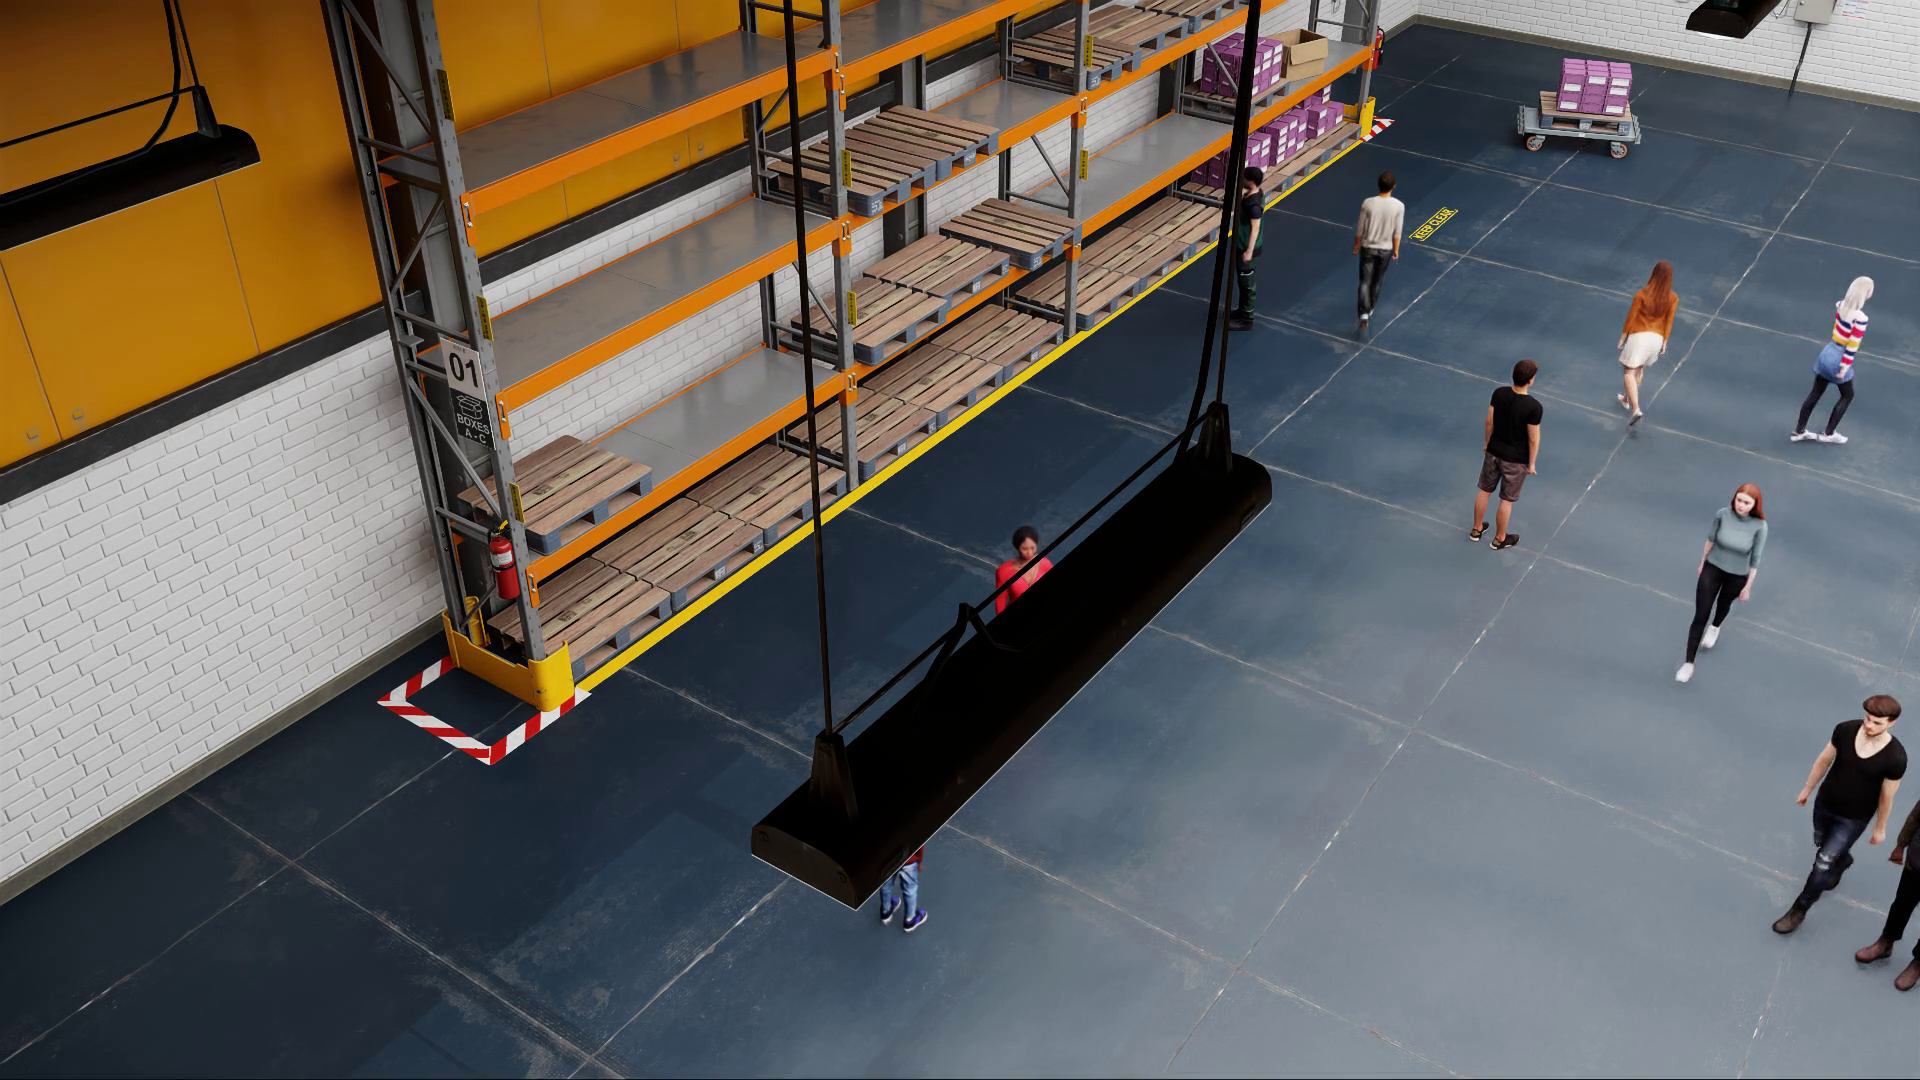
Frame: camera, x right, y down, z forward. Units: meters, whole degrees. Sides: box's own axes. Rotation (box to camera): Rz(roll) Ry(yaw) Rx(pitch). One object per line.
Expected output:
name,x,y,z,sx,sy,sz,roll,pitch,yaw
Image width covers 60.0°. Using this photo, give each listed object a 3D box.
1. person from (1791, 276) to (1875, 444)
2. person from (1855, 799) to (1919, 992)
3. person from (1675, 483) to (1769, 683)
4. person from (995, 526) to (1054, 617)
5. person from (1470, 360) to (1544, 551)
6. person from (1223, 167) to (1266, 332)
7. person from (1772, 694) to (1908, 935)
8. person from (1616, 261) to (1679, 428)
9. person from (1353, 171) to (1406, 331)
person,8.552,-1.756,16.388,0.917,1.791,0.859,-5,34,-7
person,6.217,2.092,10.558,0.724,1.837,0.775,-19,38,-26
person,6.201,0.276,13.419,0.619,1.694,1.140,23,40,31
person,0.487,0.652,12.772,0.729,1.784,0.807,-10,35,-14
person,4.878,-0.778,14.853,0.646,1.861,0.730,-27,42,-35
person,3.227,-3.271,18.568,0.826,1.900,0.696,4,34,6
person,5.936,1.740,11.059,1.276,1.867,1.039,-19,38,-26
person,6.916,-1.961,16.782,0.972,1.696,1.118,1,34,1
person,4.652,-3.216,18.588,0.926,1.787,1.184,7,34,10
